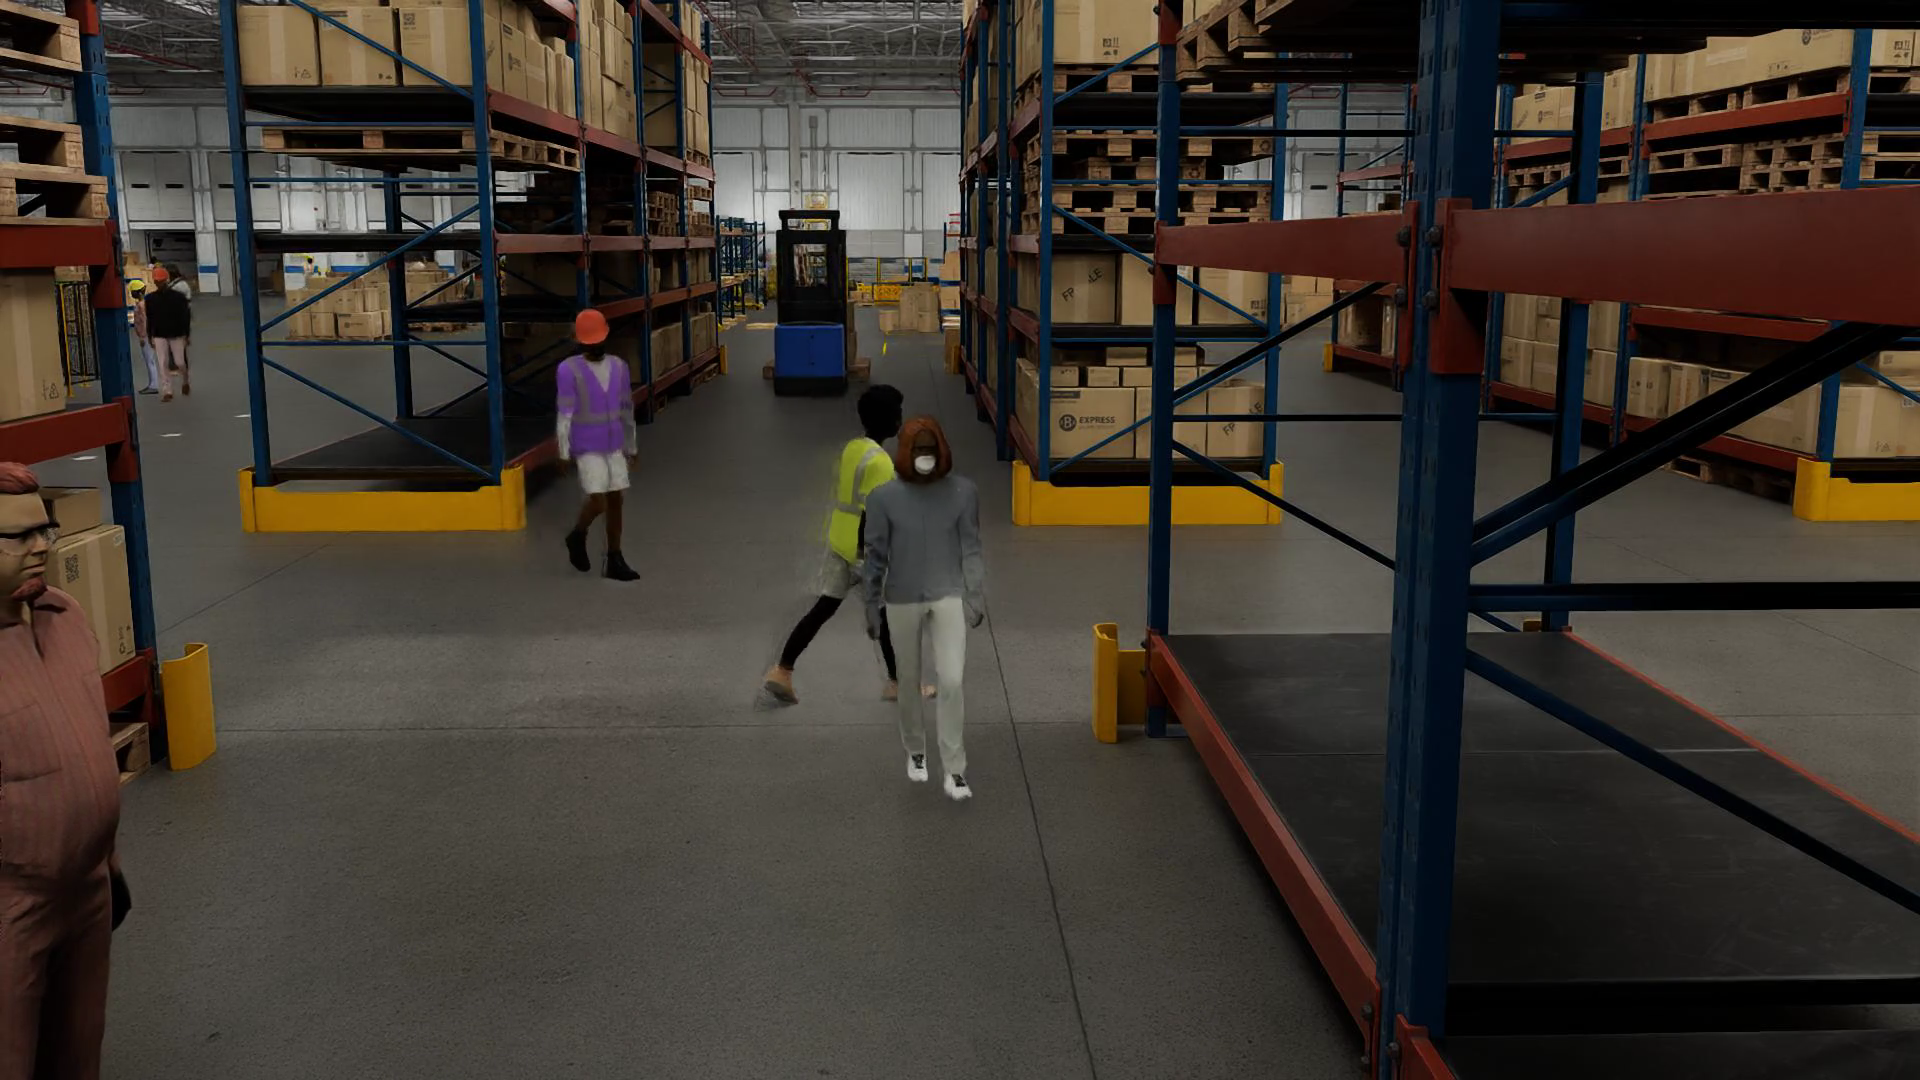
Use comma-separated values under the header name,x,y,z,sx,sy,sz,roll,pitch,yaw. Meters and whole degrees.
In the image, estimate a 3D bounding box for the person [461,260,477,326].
name,x,y,z,sx,sy,sz,roll,pitch,yaw
person,-13.689,-6.872,46.295,0.327,1.842,0.511,4,11,21

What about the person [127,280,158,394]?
name,x,y,z,sx,sy,sz,roll,pitch,yaw
person,-12.608,-3.126,25.665,0.328,1.759,0.524,-5,11,-26

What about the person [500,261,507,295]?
name,x,y,z,sx,sy,sz,roll,pitch,yaw
person,-12.741,-6.900,46.553,1.006,1.808,0.602,0,10,0

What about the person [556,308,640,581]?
name,x,y,z,sx,sy,sz,roll,pitch,yaw
person,-2.489,-0.641,11.420,0.534,1.900,0.627,9,14,42

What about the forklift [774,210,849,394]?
name,x,y,z,sx,sy,sz,roll,pitch,yaw
forklift,-2.312,-3.706,25.768,1.129,2.768,1.873,0,10,-2

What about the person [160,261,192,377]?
name,x,y,z,sx,sy,sz,roll,pitch,yaw
person,-13.742,-3.859,28.958,0.709,2.000,0.607,8,13,39

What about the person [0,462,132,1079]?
name,x,y,z,sx,sy,sz,roll,pitch,yaw
person,-2.012,0.770,3.585,0.402,1.900,0.636,1,10,4

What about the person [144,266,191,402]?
name,x,y,z,sx,sy,sz,roll,pitch,yaw
person,-11.657,-3.032,24.502,0.638,1.982,0.524,-2,10,-9

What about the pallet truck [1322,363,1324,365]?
name,x,y,z,sx,sy,sz,roll,pitch,yaw
pallet truck,7.712,-4.157,30.737,1.885,1.965,0.823,3,11,16

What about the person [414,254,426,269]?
name,x,y,z,sx,sy,sz,roll,pitch,yaw
person,-18.373,-8.796,56.799,0.440,1.919,0.647,-9,13,-41

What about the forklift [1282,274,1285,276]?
name,x,y,z,sx,sy,sz,roll,pitch,yaw
forklift,12.240,-10.302,62.509,1.129,2.768,1.873,0,10,-2

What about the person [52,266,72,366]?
name,x,y,z,sx,sy,sz,roll,pitch,yaw
person,-17.112,-4.247,31.325,0.618,1.963,0.361,3,10,14

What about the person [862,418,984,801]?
name,x,y,z,sx,sy,sz,roll,pitch,yaw
person,-0.144,0.297,7.004,0.531,1.600,0.753,-1,10,-8

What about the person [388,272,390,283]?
name,x,y,z,sx,sy,sz,roll,pitch,yaw
person,-18.739,-8.403,55.258,0.534,1.692,0.321,-9,14,-43

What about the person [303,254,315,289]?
name,x,y,z,sx,sy,sz,roll,pitch,yaw
person,-24.993,-10.044,63.893,1.002,1.880,0.595,4,11,22

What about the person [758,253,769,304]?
name,x,y,z,sx,sy,sz,roll,pitch,yaw
person,-7.427,-9.767,62.197,0.399,1.920,0.574,1,10,6

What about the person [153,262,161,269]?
name,x,y,z,sx,sy,sz,roll,pitch,yaw
person,-24.876,-7.799,51.775,0.649,1.728,0.483,9,13,40

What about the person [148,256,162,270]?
name,x,y,z,sx,sy,sz,roll,pitch,yaw
person,-28.440,-9.115,58.789,0.627,1.845,0.429,3,11,18

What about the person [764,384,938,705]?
name,x,y,z,sx,sy,sz,roll,pitch,yaw
person,-0.576,0.040,8.350,0.886,1.651,0.564,-4,11,-23
